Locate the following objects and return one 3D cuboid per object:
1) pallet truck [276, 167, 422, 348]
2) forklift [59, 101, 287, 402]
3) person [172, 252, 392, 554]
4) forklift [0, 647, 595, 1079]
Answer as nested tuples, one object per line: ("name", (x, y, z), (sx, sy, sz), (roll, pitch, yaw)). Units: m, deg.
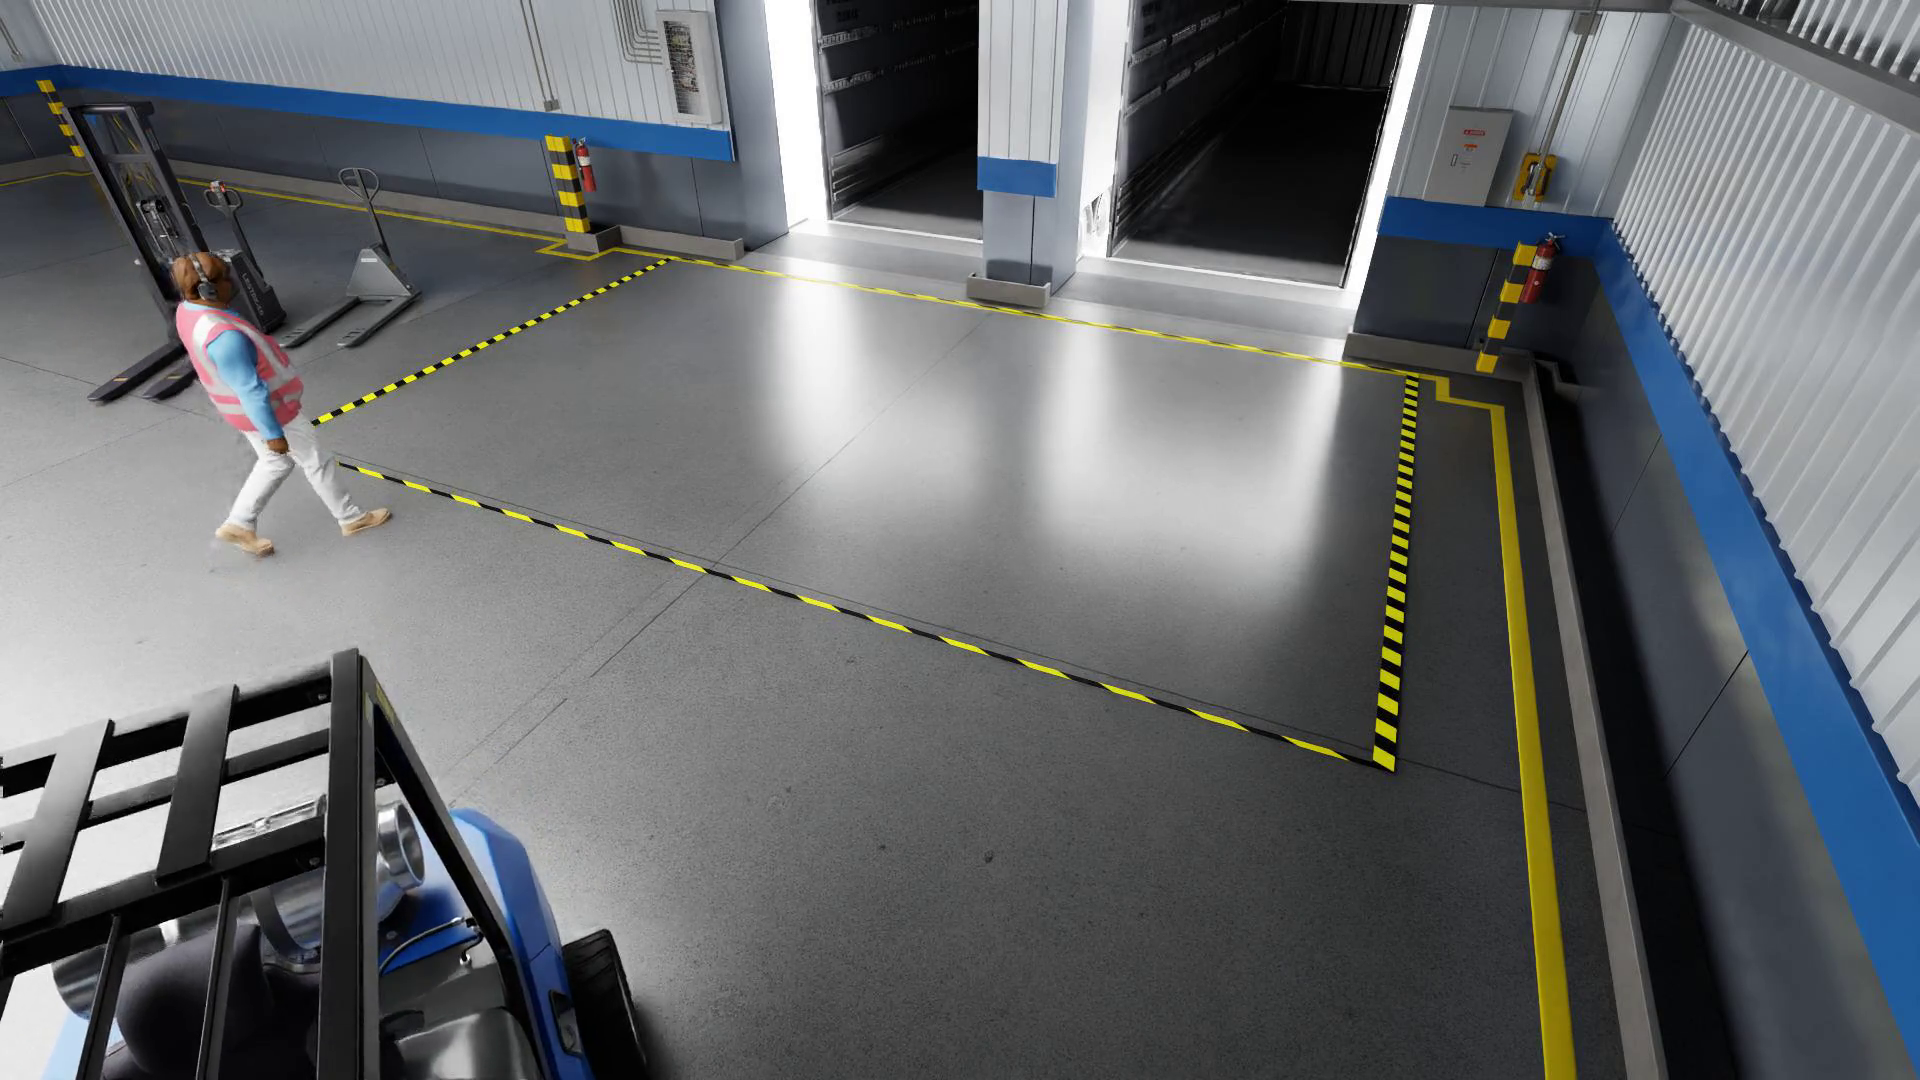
("pallet truck", (-5.732, -2.611, 8.414), (0.680, 1.201, 1.601), (-1, 35, -1))
("forklift", (-6.686, -2.387, 7.434), (0.823, 1.965, 1.885), (-3, 35, -5))
("person", (-4.014, -0.720, 5.210), (0.628, 1.808, 0.865), (26, 43, 32))
("forklift", (-1.298, 1.428, 1.667), (1.157, 2.036, 2.680), (-17, 38, -23))
